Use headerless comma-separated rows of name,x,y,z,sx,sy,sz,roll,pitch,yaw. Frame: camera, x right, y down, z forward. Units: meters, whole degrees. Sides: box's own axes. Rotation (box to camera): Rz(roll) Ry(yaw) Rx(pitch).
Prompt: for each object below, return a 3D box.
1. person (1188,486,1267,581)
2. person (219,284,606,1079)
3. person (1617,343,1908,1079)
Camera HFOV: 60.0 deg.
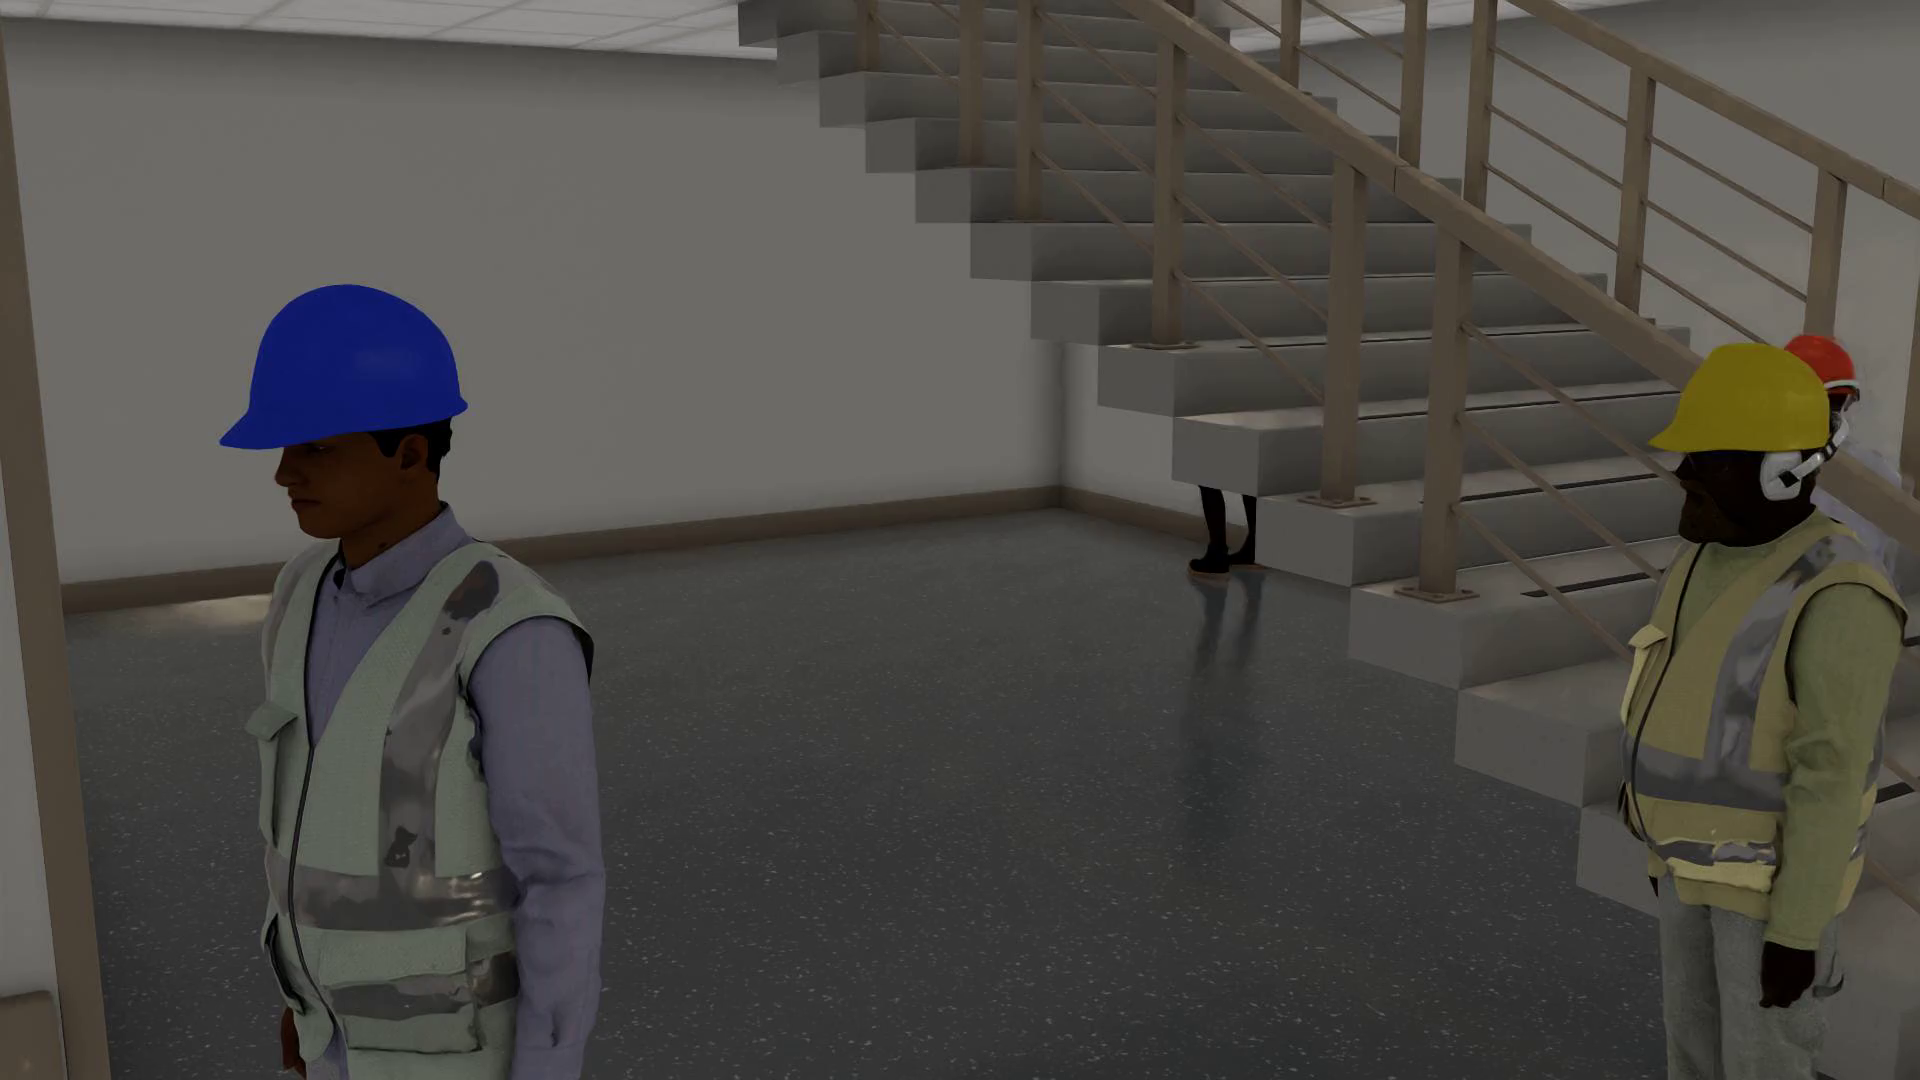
person,1.557,-0.746,9.520,0.402,1.947,0.645,9,14,40
person,-0.733,0.637,2.243,0.614,1.944,0.395,8,14,37
person,1.380,0.564,2.971,0.405,1.824,0.585,-1,11,-3
